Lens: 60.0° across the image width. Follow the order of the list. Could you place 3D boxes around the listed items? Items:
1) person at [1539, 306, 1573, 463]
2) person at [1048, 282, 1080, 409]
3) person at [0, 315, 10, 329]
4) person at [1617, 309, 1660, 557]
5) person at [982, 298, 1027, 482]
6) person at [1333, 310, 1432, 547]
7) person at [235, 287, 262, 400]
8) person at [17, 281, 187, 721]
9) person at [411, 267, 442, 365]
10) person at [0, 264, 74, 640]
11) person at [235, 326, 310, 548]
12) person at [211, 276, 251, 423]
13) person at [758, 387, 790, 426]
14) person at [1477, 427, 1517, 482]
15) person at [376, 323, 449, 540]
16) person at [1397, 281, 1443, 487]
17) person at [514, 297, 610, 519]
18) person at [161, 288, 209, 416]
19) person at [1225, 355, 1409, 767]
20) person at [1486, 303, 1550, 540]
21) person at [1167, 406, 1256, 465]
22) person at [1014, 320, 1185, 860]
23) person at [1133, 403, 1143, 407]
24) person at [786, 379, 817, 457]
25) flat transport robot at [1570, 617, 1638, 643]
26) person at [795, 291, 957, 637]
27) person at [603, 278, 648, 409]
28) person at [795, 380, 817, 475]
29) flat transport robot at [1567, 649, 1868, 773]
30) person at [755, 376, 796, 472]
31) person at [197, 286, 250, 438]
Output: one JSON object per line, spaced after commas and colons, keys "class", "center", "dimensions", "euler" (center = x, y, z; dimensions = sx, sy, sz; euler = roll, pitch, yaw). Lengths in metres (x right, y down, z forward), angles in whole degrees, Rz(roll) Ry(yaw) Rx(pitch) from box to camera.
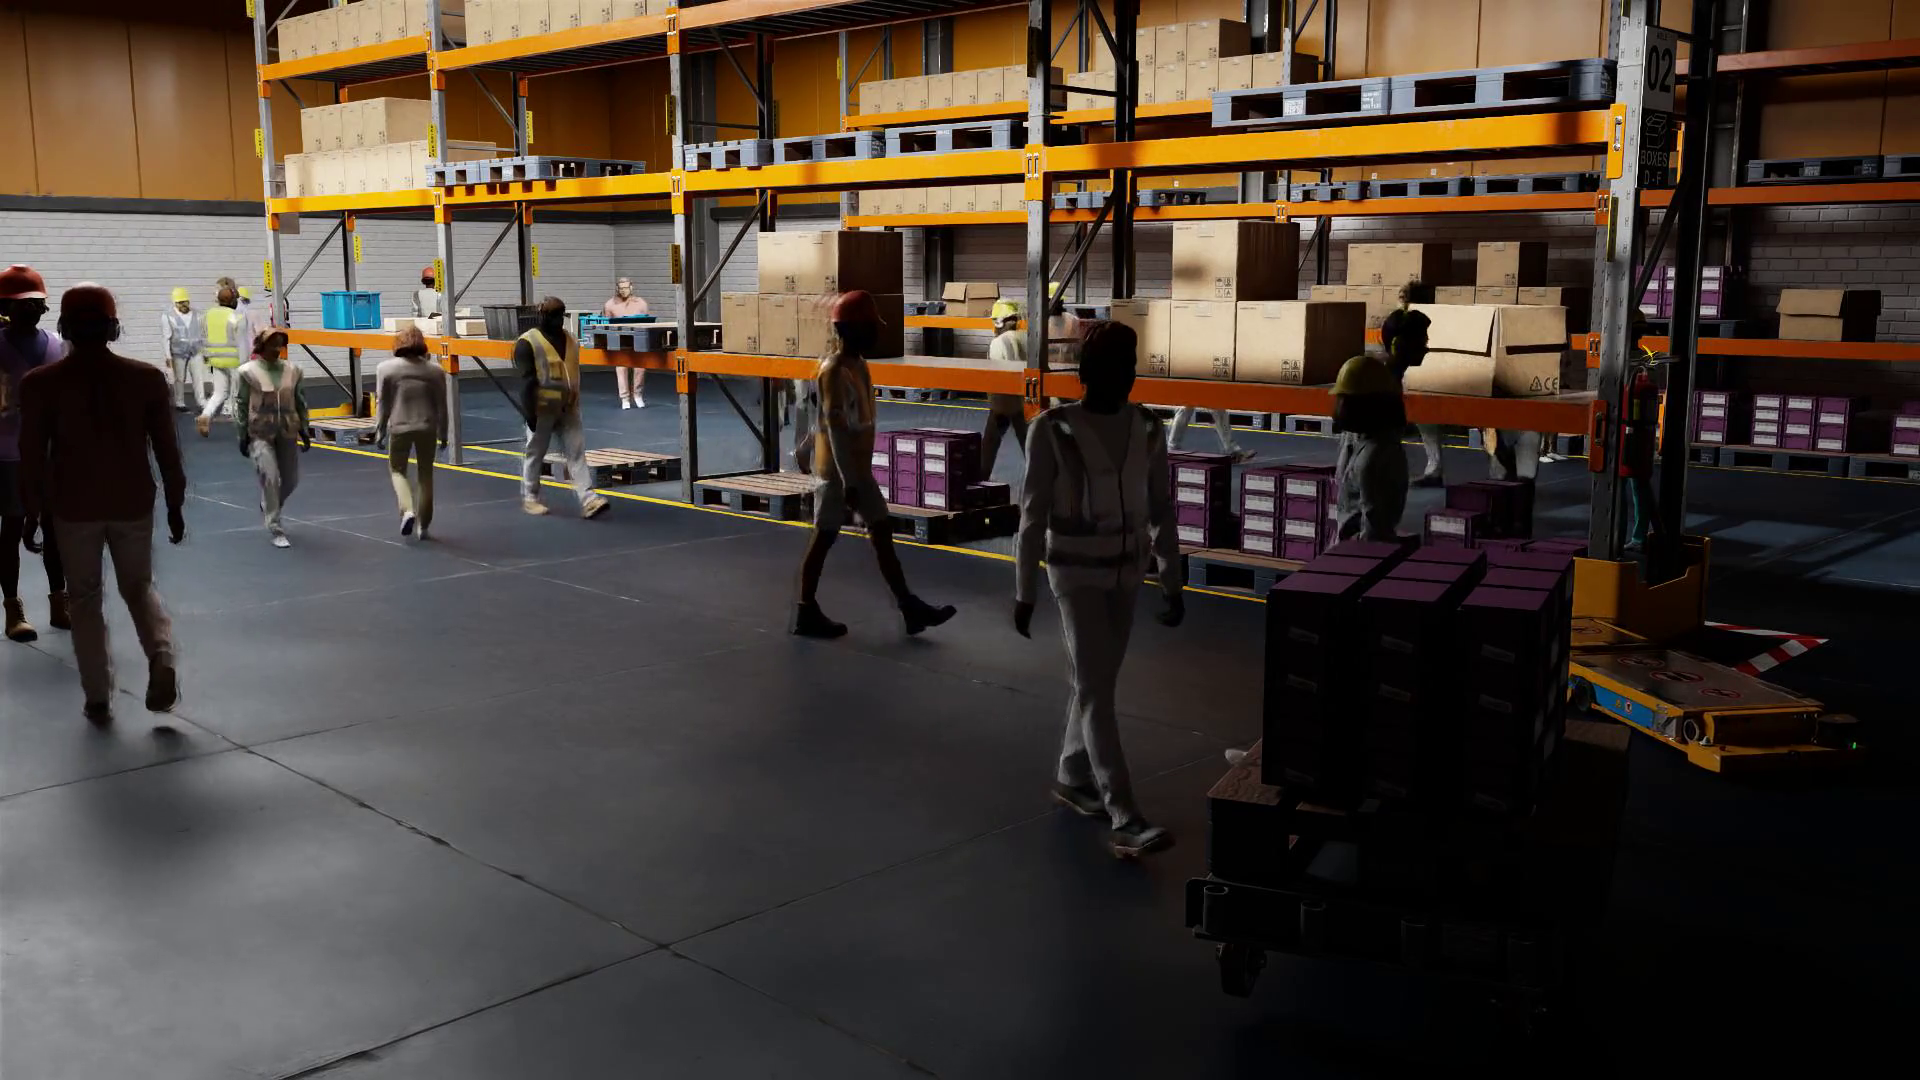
{"class": "person", "center": [6.234, -1.632, 17.438], "dimensions": [0.515, 1.642, 0.314], "euler": [-8, 12, -41]}
{"class": "person", "center": [1.036, -1.890, 18.272], "dimensions": [0.596, 1.891, 0.930], "euler": [-3, 10, -20]}
{"class": "person", "center": [-8.204, -1.163, 14.267], "dimensions": [0.528, 1.744, 0.666], "euler": [-1, 9, -5]}
{"class": "person", "center": [4.684, -0.764, 11.738], "dimensions": [0.532, 1.767, 0.328], "euler": [-4, 10, -25]}
{"class": "person", "center": [0.424, -1.177, 14.253], "dimensions": [0.947, 1.777, 0.600], "euler": [8, 12, 41]}
{"class": "person", "center": [2.088, -0.236, 8.356], "dimensions": [0.658, 1.819, 0.509], "euler": [2, 9, 10]}
{"class": "person", "center": [-10.049, -2.667, 23.407], "dimensions": [0.524, 1.769, 0.314], "euler": [-1, 9, -6]}
{"class": "person", "center": [-3.777, -0.154, 7.368], "dimensions": [0.647, 1.970, 0.602], "euler": [-7, 12, -38]}
{"class": "person", "center": [-8.433, -3.330, 26.607], "dimensions": [0.614, 2.047, 0.361], "euler": [0, 9, -1]}
{"class": "person", "center": [-5.106, -0.485, 9.171], "dimensions": [0.379, 2.045, 0.605], "euler": [6, 11, 35]}
{"class": "person", "center": [-5.074, -0.773, 12.233], "dimensions": [0.522, 1.613, 0.620], "euler": [-9, 13, -43]}
{"class": "person", "center": [-9.603, -2.474, 21.745], "dimensions": [0.698, 1.917, 0.662], "euler": [-3, 10, -17]}
{"class": "person", "center": [-2.428, -2.431, 21.432], "dimensions": [0.370, 1.935, 0.552], "euler": [8, 12, 42]}
{"class": "person", "center": [4.370, -1.007, 13.436], "dimensions": [0.537, 1.695, 0.320], "euler": [-8, 12, -39]}
{"class": "person", "center": [-4.078, -0.803, 12.400], "dimensions": [0.528, 1.619, 0.362], "euler": [-4, 10, -23]}
{"class": "person", "center": [4.105, -1.442, 15.457], "dimensions": [0.916, 1.899, 0.658], "euler": [4, 10, 24]}
{"class": "person", "center": [-3.259, -1.054, 13.437], "dimensions": [0.972, 1.788, 0.654], "euler": [8, 12, 41]}
{"class": "person", "center": [-10.657, -2.587, 22.926], "dimensions": [0.657, 1.763, 0.939], "euler": [-9, 13, -43]}
{"class": "person", "center": [1.502, 0.158, 6.298], "dimensions": [0.915, 1.698, 0.502], "euler": [5, 10, 27]}
{"class": "person", "center": [3.944, -0.779, 11.783], "dimensions": [0.514, 1.794, 0.959], "euler": [0, 9, 2]}
{"class": "person", "center": [2.556, -1.682, 17.179], "dimensions": [0.998, 1.824, 0.598], "euler": [6, 11, 33]}
{"class": "person", "center": [0.549, 0.163, 5.833], "dimensions": [0.605, 1.836, 0.893], "euler": [-6, 11, -31]}
{"class": "person", "center": [1.431, -1.204, 14.817], "dimensions": [0.514, 1.642, 0.310], "euler": [-8, 12, -39]}
{"class": "person", "center": [-1.634, -1.849, 17.889], "dimensions": [0.587, 1.930, 0.363], "euler": [-4, 10, -24]}
{"class": "flat transport robot", "center": [2.749, 0.552, 8.237], "dimensions": [1.431, 0.197, 0.652], "euler": [-2, 9, -10]}
{"class": "person", "center": [-0.496, -0.383, 8.985], "dimensions": [0.960, 1.894, 0.573], "euler": [3, 10, 17]}
{"class": "person", "center": [-4.790, -2.815, 23.921], "dimensions": [0.686, 1.890, 0.485], "euler": [-3, 10, -16]}
{"class": "person", "center": [-1.225, -1.471, 15.930], "dimensions": [0.797, 1.817, 0.631], "euler": [9, 13, 43]}
{"class": "flat transport robot", "center": [3.189, 0.709, 7.276], "dimensions": [0.652, 0.197, 1.431], "euler": [-2, 9, -10]}
{"class": "person", "center": [-1.807, -1.452, 16.393], "dimensions": [0.401, 1.615, 0.516], "euler": [5, 11, 28]}
{"class": "person", "center": [-8.673, -2.078, 19.639], "dimensions": [0.635, 1.820, 0.724], "euler": [3, 10, 16]}
